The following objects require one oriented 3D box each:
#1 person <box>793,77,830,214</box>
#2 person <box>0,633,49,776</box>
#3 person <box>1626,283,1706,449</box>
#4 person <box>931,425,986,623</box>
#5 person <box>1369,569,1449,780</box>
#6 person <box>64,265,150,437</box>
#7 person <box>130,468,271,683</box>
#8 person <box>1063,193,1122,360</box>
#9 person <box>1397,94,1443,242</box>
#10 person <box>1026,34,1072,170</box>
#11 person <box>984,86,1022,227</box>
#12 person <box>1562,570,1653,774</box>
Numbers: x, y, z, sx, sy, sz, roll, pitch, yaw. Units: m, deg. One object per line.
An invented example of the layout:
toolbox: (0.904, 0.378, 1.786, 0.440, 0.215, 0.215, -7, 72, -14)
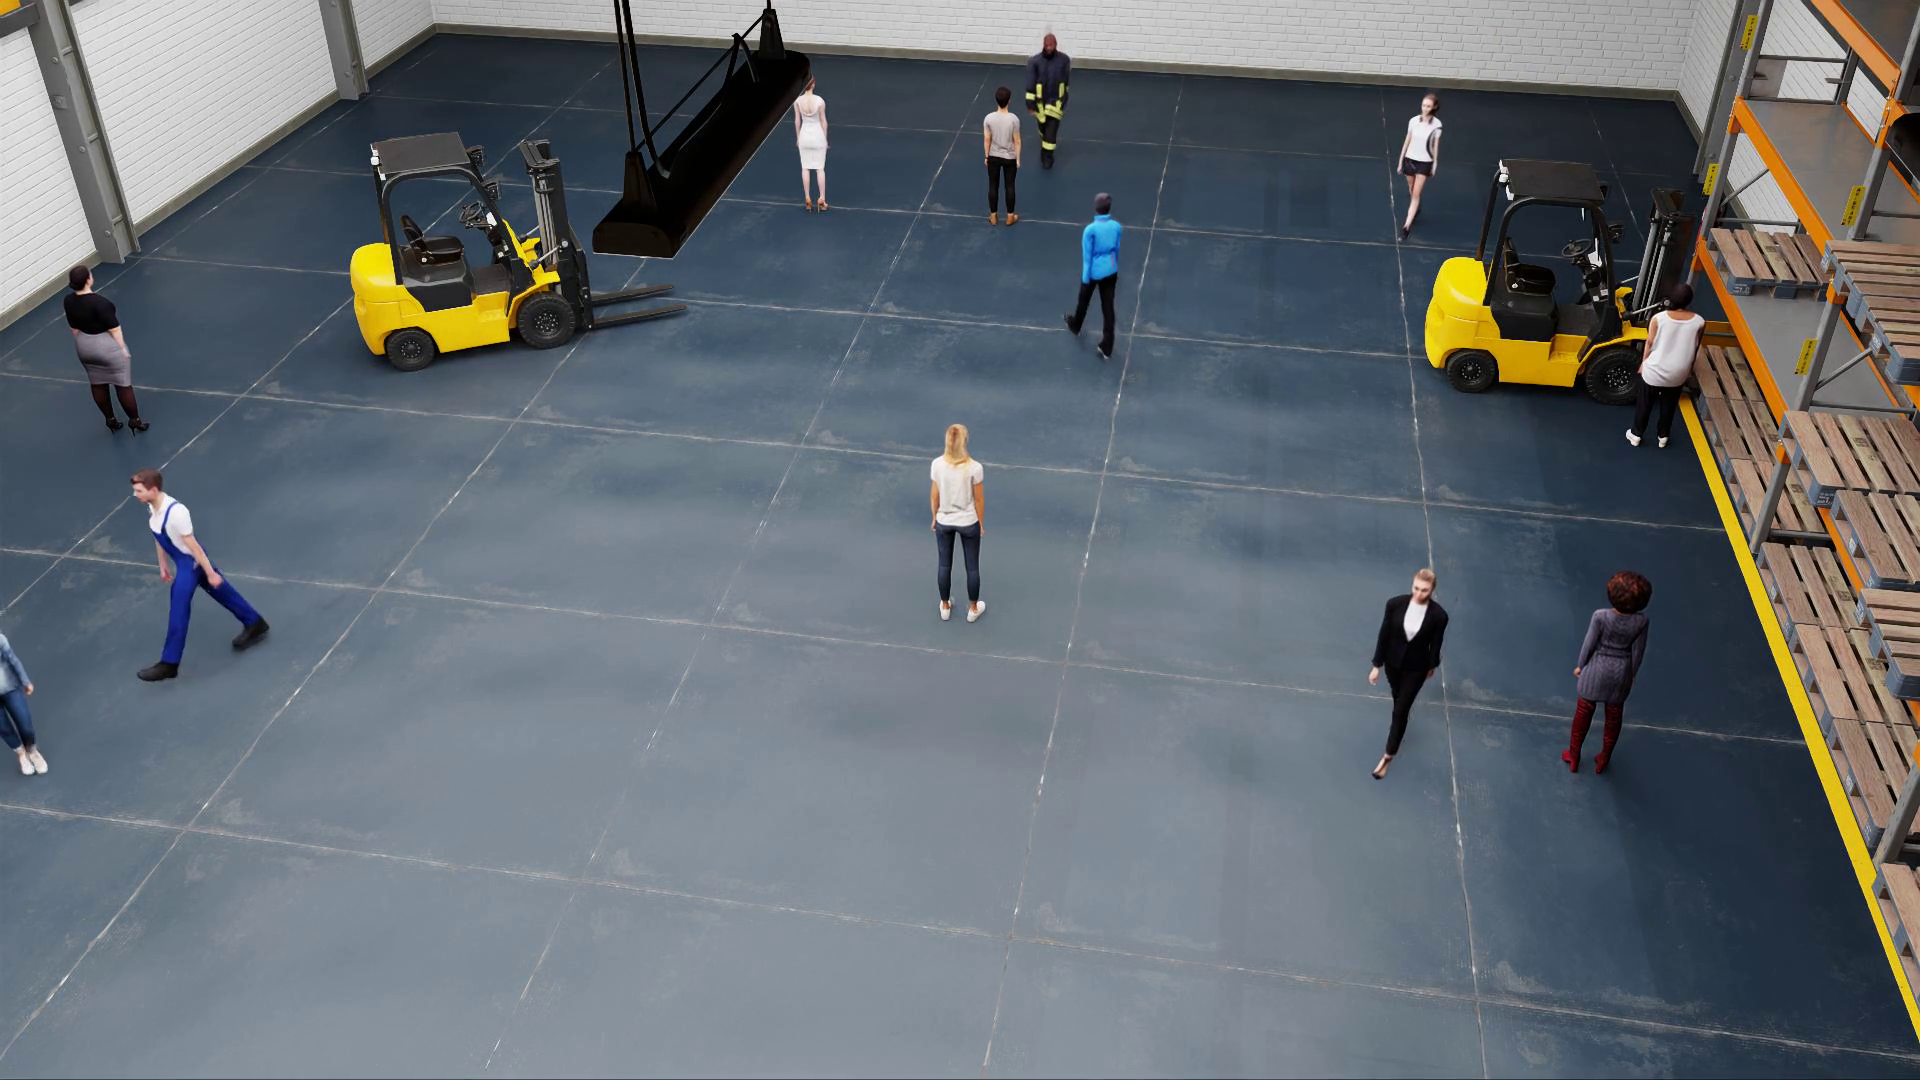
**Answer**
person: (-1.866, -4.990, 20.868, 0.562, 1.791, 0.481, 7, 34, 10)
person: (-6.990, 1.065, 12.051, 0.673, 1.467, 0.730, -21, 39, -28)
person: (6.781, -1.687, 15.993, 0.643, 1.687, 0.596, 7, 34, 10)
person: (-0.018, -0.127, 13.536, 0.587, 1.808, 0.501, 7, 34, 10)
person: (3.267, 0.884, 12.156, 0.844, 1.652, 1.149, 17, 37, 24)
person: (-8.331, -1.835, 16.150, 0.653, 1.759, 0.607, 7, 34, 10)
person: (-5.969, 0.188, 13.086, 1.130, 1.782, 1.364, 27, 42, 35)
person: (1.520, -2.744, 17.519, 1.017, 1.757, 1.195, -13, 36, -19)
person: (5.641, -4.612, 20.377, 0.896, 1.705, 1.245, 18, 38, 26)
person: (1.204, -5.959, 22.355, 0.817, 1.759, 1.266, 1, 34, 2)
person: (0.515, -4.741, 20.557, 0.605, 1.720, 0.518, 7, 34, 10)
person: (4.665, 0.961, 11.987, 0.574, 1.710, 0.500, 7, 34, 10)
